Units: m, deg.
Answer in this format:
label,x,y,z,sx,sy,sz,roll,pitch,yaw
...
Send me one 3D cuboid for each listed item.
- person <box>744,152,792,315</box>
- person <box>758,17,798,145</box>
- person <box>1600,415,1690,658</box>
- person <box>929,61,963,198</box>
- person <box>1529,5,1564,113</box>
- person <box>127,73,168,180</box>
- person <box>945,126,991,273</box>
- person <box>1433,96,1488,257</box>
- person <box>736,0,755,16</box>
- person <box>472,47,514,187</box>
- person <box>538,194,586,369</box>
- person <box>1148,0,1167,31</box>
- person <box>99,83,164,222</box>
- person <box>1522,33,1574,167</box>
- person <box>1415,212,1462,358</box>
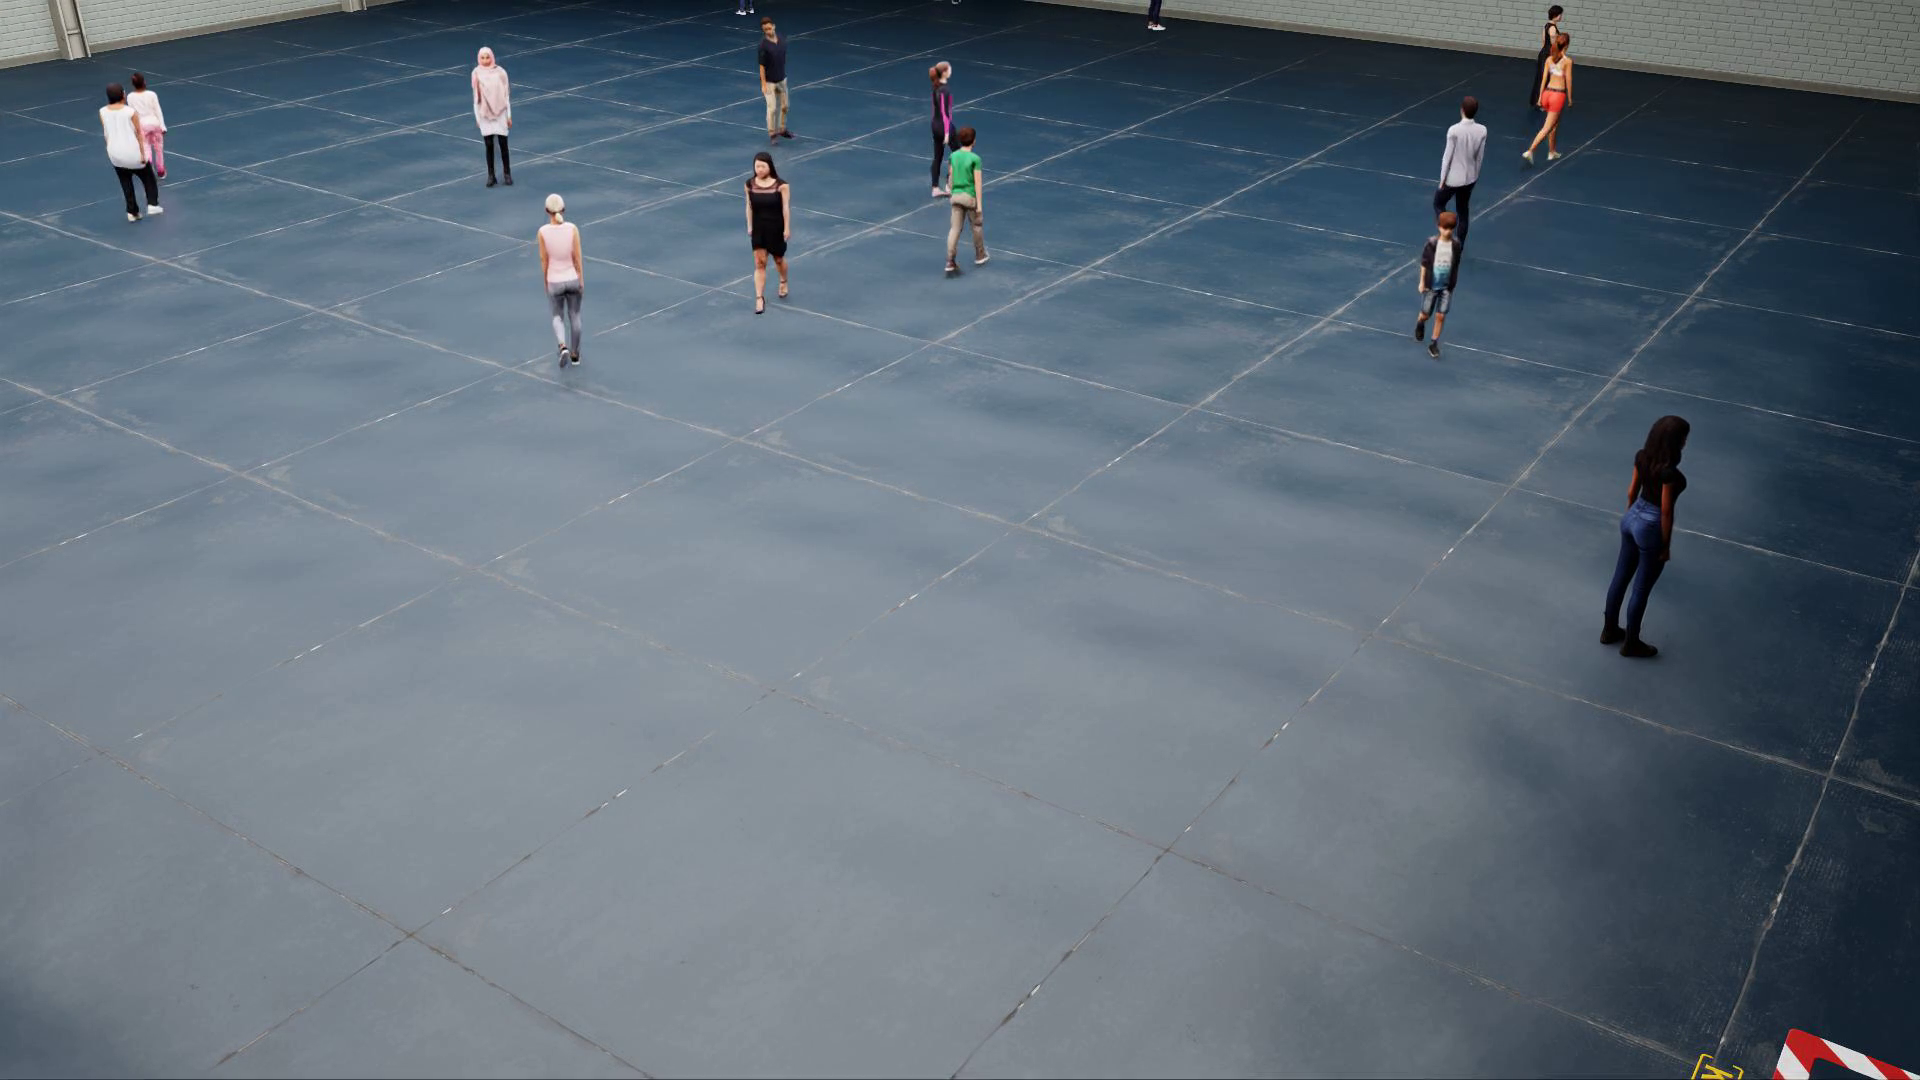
label,x,y,z,sx,sy,sz,roll,pitch,yaw
person,-1.998,-3.280,17.685,0.991,1.666,1.194,3,27,6
person,-2.689,-6.633,24.040,0.901,1.808,0.720,19,33,32
person,4.652,-0.033,11.300,0.700,1.739,0.657,-8,28,-15
person,-0.303,-5.292,21.514,0.711,1.738,0.651,-18,32,-31
person,9.168,-7.531,26.010,0.730,1.602,0.638,0,27,0
person,-10.906,-5.552,22.351,0.748,1.434,0.799,-8,28,-15
person,0.013,-3.808,18.766,0.696,1.614,1.062,14,30,25
person,5.804,-4.148,19.185,0.794,1.837,0.868,-6,28,-12
person,-4.393,-11.495,33.756,0.621,1.558,0.496,24,36,38
person,-6.195,-5.622,22.084,0.727,1.803,0.796,-6,28,-12
person,-3.815,-2.461,16.043,0.857,1.714,0.902,-6,28,-11
person,3.815,-10.740,32.212,0.690,1.629,0.656,-9,29,-17
person,-10.334,-4.781,20.596,0.807,1.670,0.856,1,27,2
person,8.144,-6.036,22.939,1.191,1.756,0.856,-17,32,-30
person,4.760,-2.570,16.557,0.751,1.436,0.848,0,27,0
